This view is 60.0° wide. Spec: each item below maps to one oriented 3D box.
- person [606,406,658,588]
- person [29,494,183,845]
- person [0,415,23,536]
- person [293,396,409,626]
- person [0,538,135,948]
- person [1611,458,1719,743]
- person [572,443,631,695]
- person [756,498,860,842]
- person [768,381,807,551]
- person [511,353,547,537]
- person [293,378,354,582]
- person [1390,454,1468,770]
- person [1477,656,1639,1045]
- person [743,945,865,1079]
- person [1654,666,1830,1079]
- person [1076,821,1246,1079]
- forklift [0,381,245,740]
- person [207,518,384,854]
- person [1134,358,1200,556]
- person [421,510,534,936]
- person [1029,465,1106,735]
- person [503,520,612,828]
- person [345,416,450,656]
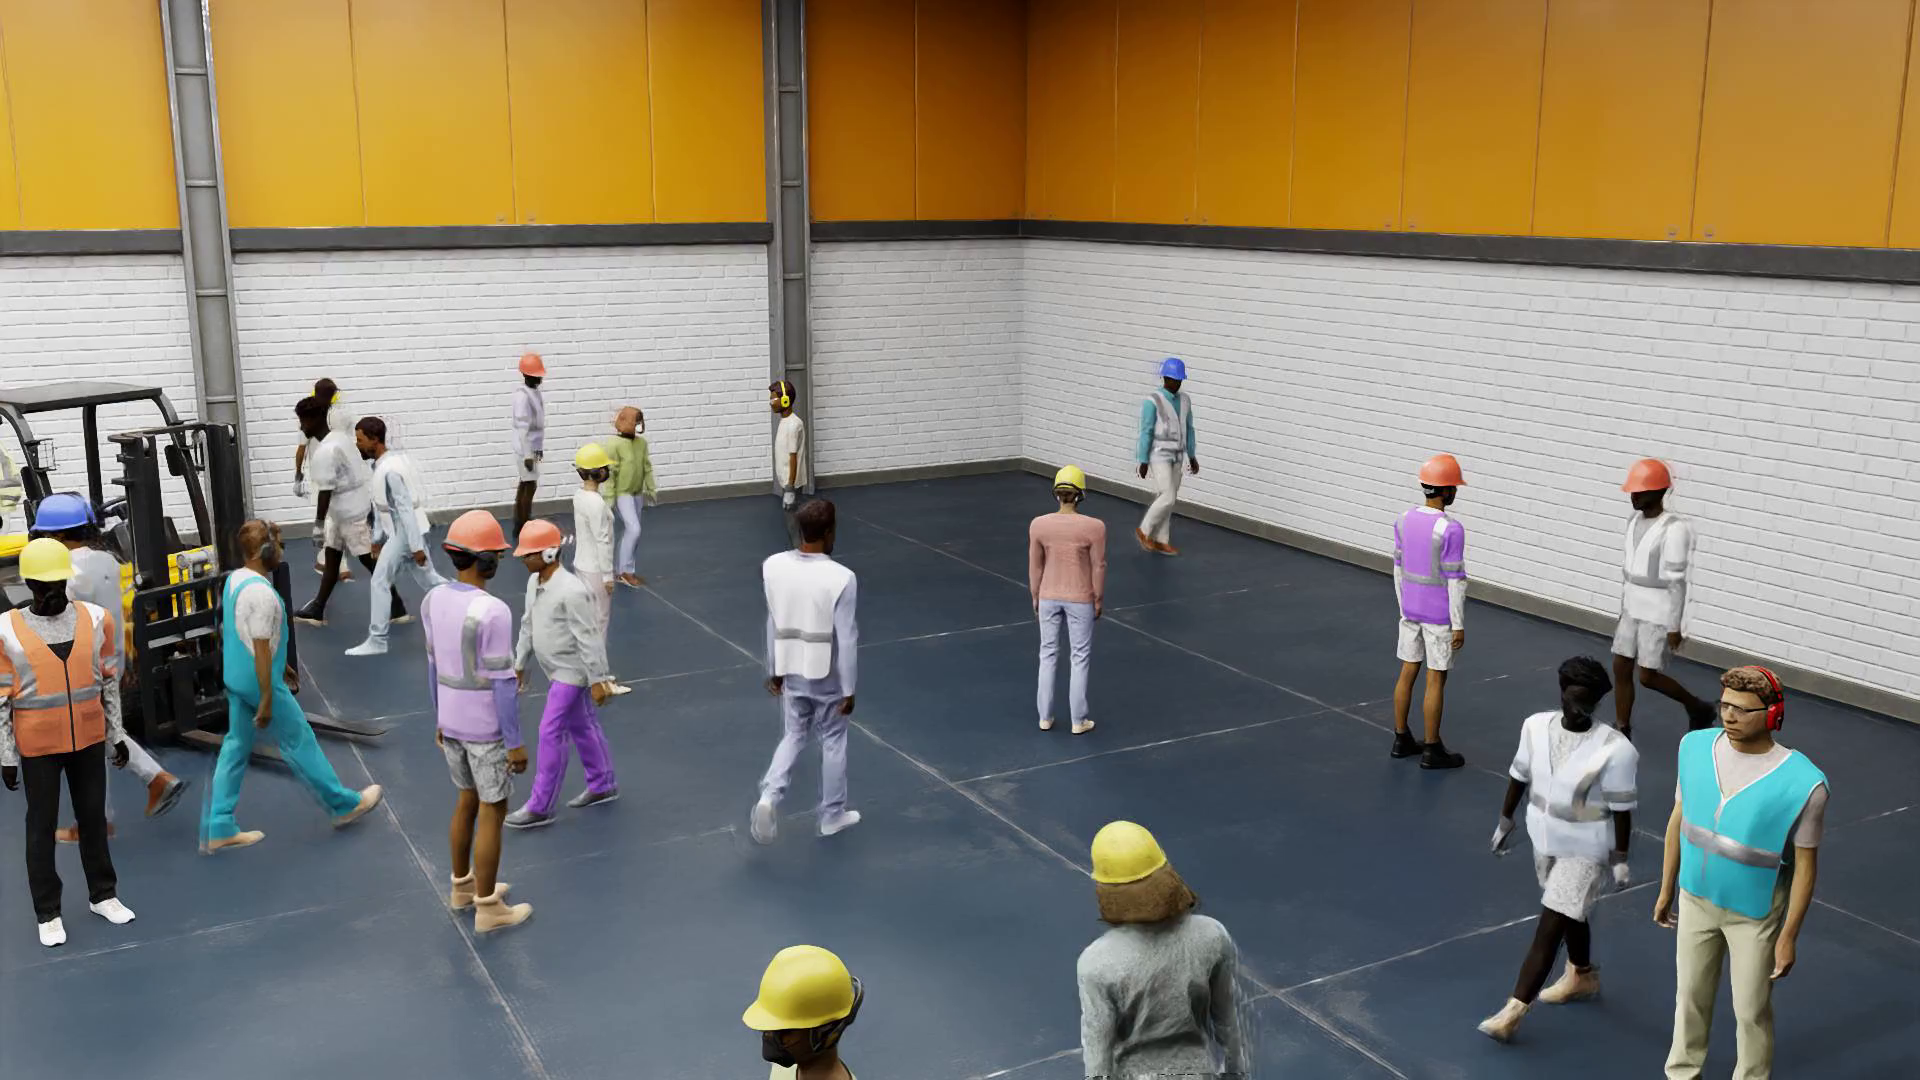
[{"bbox_3d":[-2.891,-0.380,14.732,0.499,1.613,0.522,6,14,28],"label":"person"},{"bbox_3d":[-4.647,0.702,8.939,0.550,1.934,0.613,-1,12,-3],"label":"person"},{"bbox_3d":[-7.922,-0.261,13.658,0.429,1.844,0.626,-7,14,-29],"label":"person"},{"bbox_3d":[-4.975,-0.212,13.320,1.039,1.880,0.617,-2,12,-11],"label":"person"},{"bbox_3d":[-4.235,0.933,7.852,0.360,1.929,0.587,10,16,39],"label":"person"},{"bbox_3d":[4.334,0.428,10.276,0.702,1.909,0.567,-2,12,-11],"label":"person"},{"bbox_3d":[-2.540,0.203,11.650,0.305,1.772,0.525,-7,14,-29],"label":"person"},{"bbox_3d":[-0.822,0.719,8.934,0.598,1.895,0.691,6,14,27],"label":"person"},{"bbox_3d":[-1.500,-0.464,14.573,0.311,1.860,0.503,-3,12,-14],"label":"person"},{"bbox_3d":[-4.321,-0.926,16.665,0.496,1.898,0.594,0,12,0],"label":"person"},{"bbox_3d":[-5.766,-0.547,15.042,0.751,1.829,0.490,8,15,34],"label":"person"},{"bbox_3d":[2.885,0.435,10.167,0.359,1.938,0.545,-7,14,-29],"label":"person"},{"bbox_3d":[2.465,1.270,6.912,0.870,1.640,0.565,-7,14,-29],"label":"person"},{"bbox_3d":[-0.360,1.819,4.083,0.310,1.769,0.522,-7,14,-30],"label":"person"},{"bbox_3d":[2.843,1.346,6.109,0.389,1.847,0.567,-8,15,-34],"label":"person"},{"bbox_3d":[0.620,1.681,4.869,0.552,1.699,0.667,-2,12,-10],"label":"person"},{"bbox_3d":[-5.853,0.085,11.199,2.313,2.155,1.214,7,14,28],"label":"forklift"},{"bbox_3d":[-3.679,0.766,8.990,0.495,1.783,0.957,11,16,42],"label":"person"},{"bbox_3d":[2.002,-0.790,15.944,0.453,1.925,0.605,12,17,44],"label":"person"},{"bbox_3d":[-2.278,0.862,7.945,0.620,2.033,0.406,11,16,42],"label":"person"},{"bbox_3d":[0.701,0.387,10.845,0.515,1.752,0.375,5,13,20],"label":"person"},{"bbox_3d":[-2.303,0.737,9.261,0.812,1.712,0.580,-9,15,-35],"label":"person"},{"bbox_3d":[-4.156,-0.048,12.695,1.035,1.844,0.573,-4,13,-17],"label":"person"}]
